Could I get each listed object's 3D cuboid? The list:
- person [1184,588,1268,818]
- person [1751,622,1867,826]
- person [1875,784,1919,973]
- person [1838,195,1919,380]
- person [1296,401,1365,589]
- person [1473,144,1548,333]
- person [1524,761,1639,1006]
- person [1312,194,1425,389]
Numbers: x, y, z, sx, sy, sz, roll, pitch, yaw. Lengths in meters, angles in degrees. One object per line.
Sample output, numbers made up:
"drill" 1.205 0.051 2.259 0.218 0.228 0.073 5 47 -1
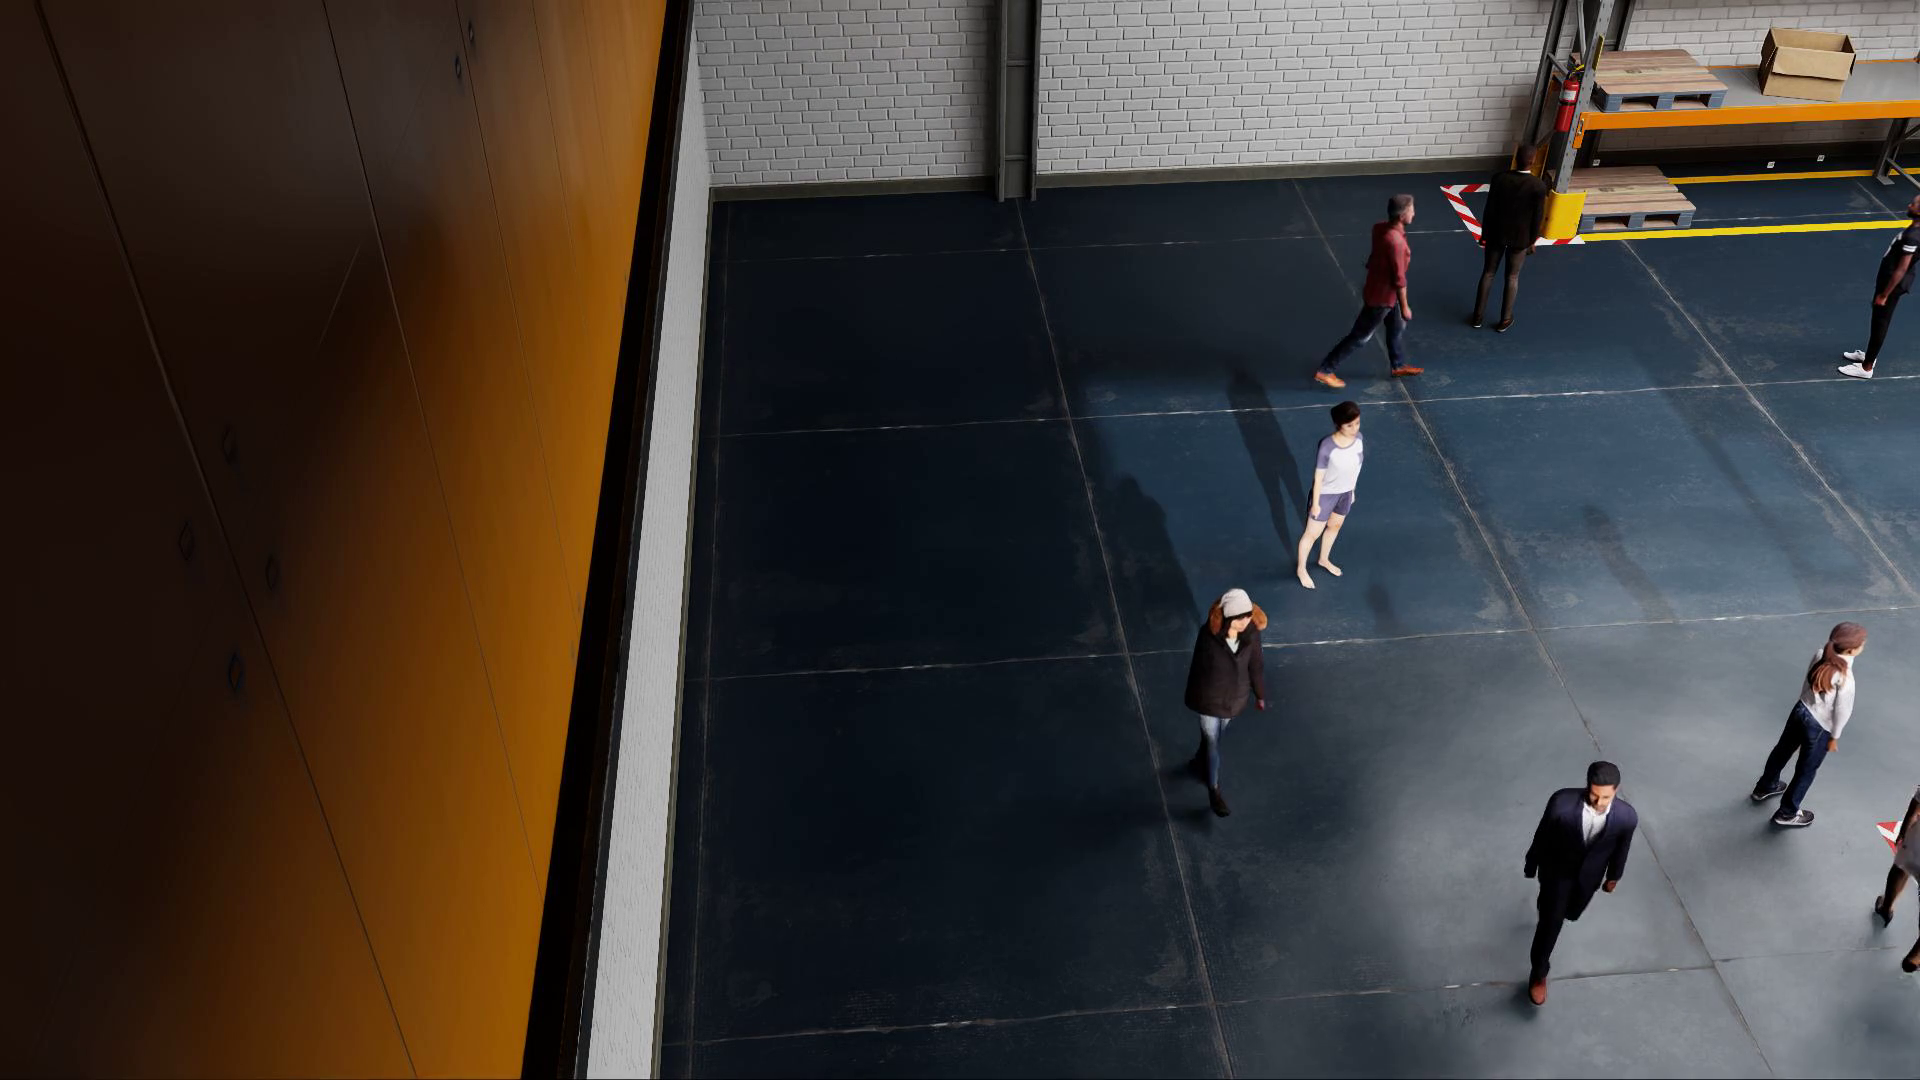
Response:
"person" 1.633 0.908 10.542 0.878 1.616 0.824 -11 40 -13
"person" 5.298 1.117 10.327 0.560 1.558 0.554 -8 39 -10
"person" 5.532 1.742 9.408 0.974 1.728 0.895 14 41 17
"person" 8.051 -2.202 14.346 0.763 1.728 0.716 23 44 26
"person" 2.728 -0.362 12.174 0.597 1.565 0.706 -21 43 -24
"person" 4.925 -2.715 14.931 0.682 1.799 0.803 16 41 19
"person" 3.449 1.802 9.361 1.067 1.694 0.916 7 39 9
"person" 3.485 -2.056 14.120 1.271 1.782 0.820 2 39 2
